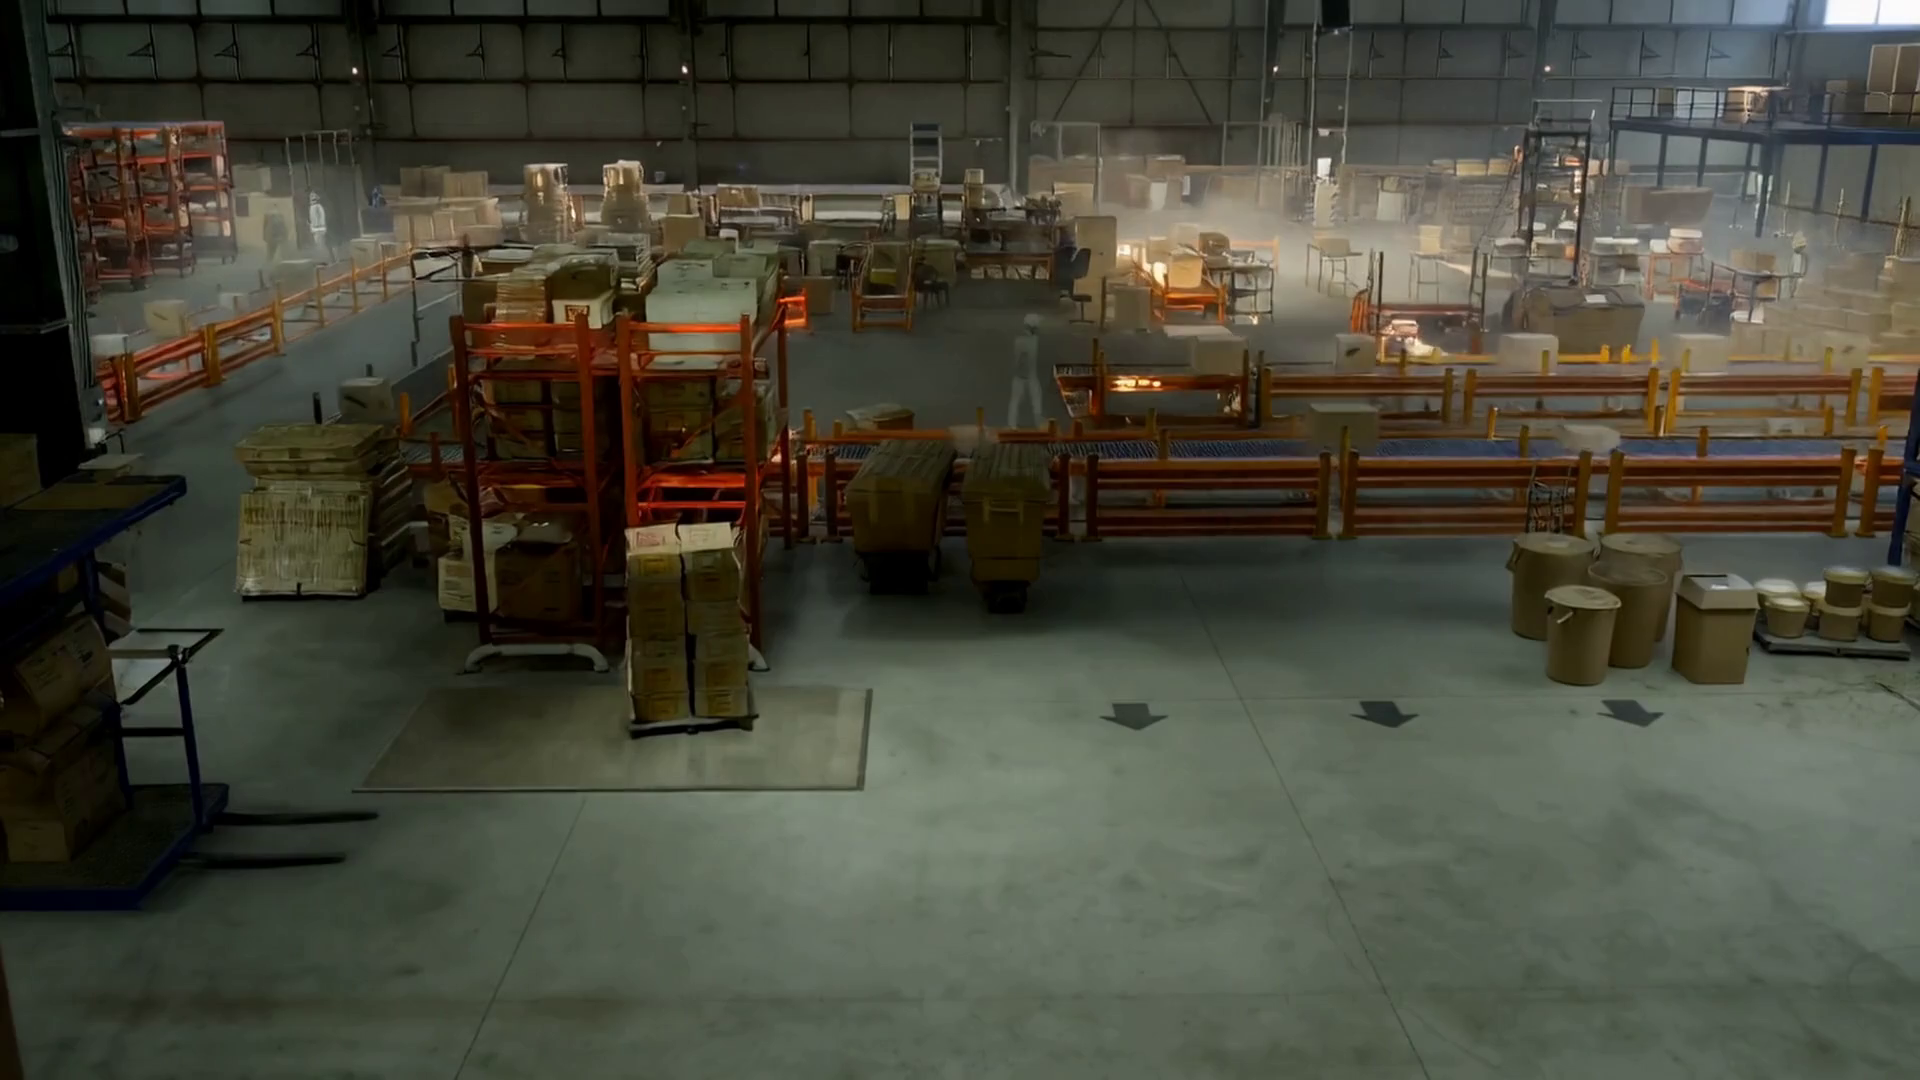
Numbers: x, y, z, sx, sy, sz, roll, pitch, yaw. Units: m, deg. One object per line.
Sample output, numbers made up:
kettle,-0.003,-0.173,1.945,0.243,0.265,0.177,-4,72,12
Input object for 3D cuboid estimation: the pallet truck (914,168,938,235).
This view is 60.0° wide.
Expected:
pallet truck,-0.989,-10.316,50.507,0.823,1.965,1.885,1,16,3

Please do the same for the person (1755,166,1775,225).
person,25.742,-11.008,53.141,0.585,1.874,0.382,-8,18,-25

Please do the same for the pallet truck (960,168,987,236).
pallet truck,0.383,-10.230,50.206,0.823,1.965,1.885,-1,16,-3

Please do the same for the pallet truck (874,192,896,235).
pallet truck,-2.277,-9.986,50.594,0.653,1.274,1.630,0,16,-1

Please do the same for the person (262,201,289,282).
person,-16.298,-7.074,39.485,0.398,1.870,0.841,9,18,28

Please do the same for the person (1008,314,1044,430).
person,0.970,-2.233,22.868,0.743,1.725,0.562,12,20,37

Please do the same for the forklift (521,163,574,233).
forklift,-12.233,-10.122,49.298,1.157,1.987,2.680,0,16,-1

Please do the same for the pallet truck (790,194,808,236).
pallet truck,-4.814,-9.883,50.259,0.704,1.261,1.522,-1,16,-3

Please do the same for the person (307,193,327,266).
person,-16.444,-7.938,42.532,0.403,1.835,0.588,-2,16,-6

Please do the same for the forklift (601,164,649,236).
forklift,-9.948,-10.127,49.296,1.157,1.987,2.680,-1,16,-3

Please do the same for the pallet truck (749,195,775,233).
pallet truck,-6.051,-9.967,50.660,0.680,1.201,1.601,0,16,-1

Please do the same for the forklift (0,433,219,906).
forklift,-5.952,0.780,10.366,1.873,2.768,1.129,0,16,-1

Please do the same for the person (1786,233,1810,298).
person,15.356,-4.617,30.628,0.394,2.037,0.605,12,20,37
